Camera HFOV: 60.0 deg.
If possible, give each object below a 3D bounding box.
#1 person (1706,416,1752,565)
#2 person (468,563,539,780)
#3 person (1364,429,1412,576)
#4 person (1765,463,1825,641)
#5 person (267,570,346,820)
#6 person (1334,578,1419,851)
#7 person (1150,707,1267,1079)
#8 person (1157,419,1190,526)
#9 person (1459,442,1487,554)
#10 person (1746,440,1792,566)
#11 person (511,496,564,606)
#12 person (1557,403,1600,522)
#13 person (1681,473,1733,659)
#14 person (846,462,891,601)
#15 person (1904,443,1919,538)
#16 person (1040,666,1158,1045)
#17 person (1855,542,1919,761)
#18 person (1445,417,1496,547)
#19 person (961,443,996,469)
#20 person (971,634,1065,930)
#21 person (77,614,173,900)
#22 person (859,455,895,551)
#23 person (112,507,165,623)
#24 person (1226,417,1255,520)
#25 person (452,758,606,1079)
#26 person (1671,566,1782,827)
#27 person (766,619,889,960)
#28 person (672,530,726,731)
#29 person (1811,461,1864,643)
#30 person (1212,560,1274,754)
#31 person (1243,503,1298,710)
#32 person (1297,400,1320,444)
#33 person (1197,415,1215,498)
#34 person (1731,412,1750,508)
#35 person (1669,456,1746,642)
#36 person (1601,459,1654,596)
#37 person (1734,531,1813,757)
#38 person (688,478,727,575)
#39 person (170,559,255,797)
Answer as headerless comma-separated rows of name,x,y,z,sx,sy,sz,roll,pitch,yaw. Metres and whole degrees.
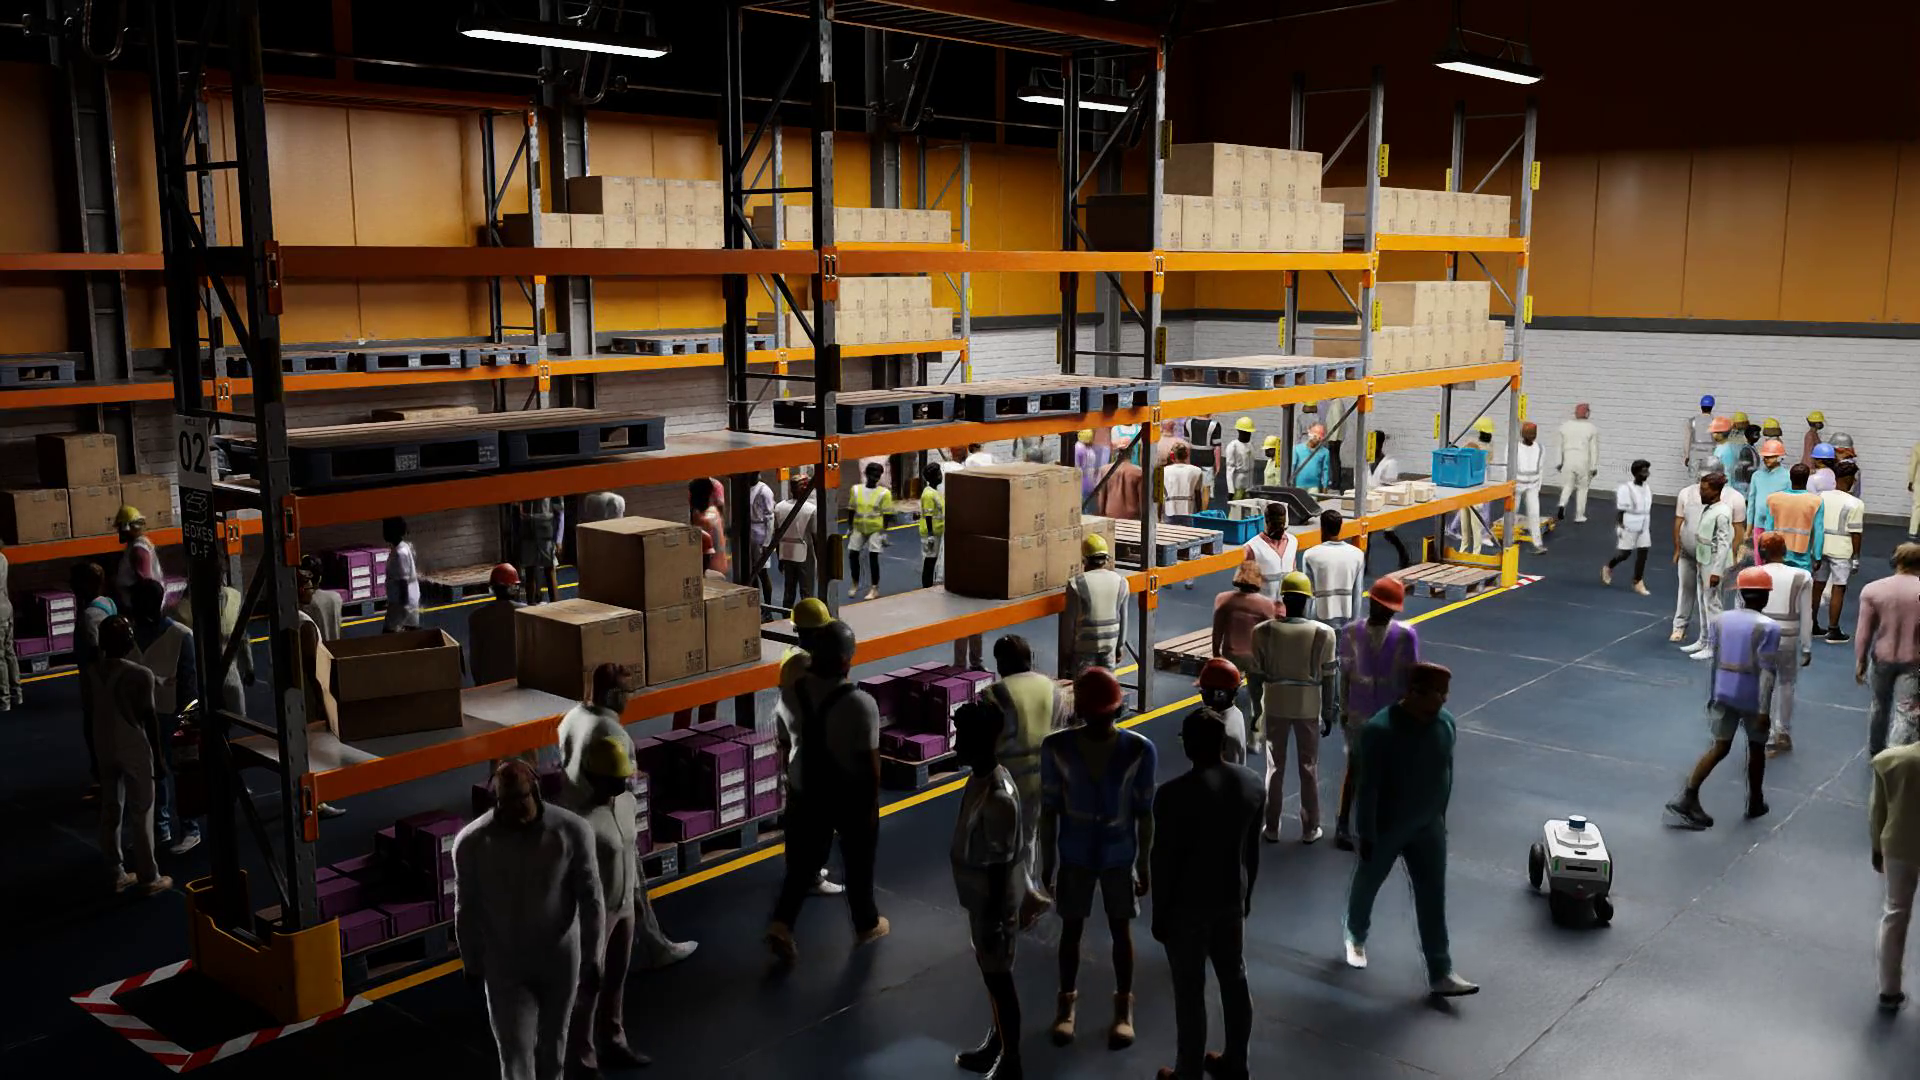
person,10.182,-0.639,22.172,0.760,2.019,0.630,2,10,14
person,-3.504,1.048,12.894,0.564,1.748,0.339,-1,10,-7
person,5.467,-0.480,21.494,0.851,1.933,0.600,-7,12,-36
person,8.948,0.130,17.874,0.591,1.919,0.392,8,12,39
person,-4.812,1.130,12.118,0.567,1.846,0.389,8,12,40
person,2.932,1.190,11.695,0.562,1.885,0.807,3,10,17
person,1.197,1.762,8.118,0.624,1.930,0.368,-5,11,-27
person,2.918,-0.795,23.494,0.651,1.889,0.473,0,10,-1
person,6.923,-0.514,22.567,0.264,1.632,0.507,-4,10,-24
person,9.546,-0.190,19.602,0.396,1.989,0.619,-5,11,-28
person,-4.704,-0.043,18.522,0.608,2.048,0.365,1,10,8
person,9.607,-1.194,25.864,0.660,1.886,0.547,9,13,42
person,7.706,0.267,17.059,0.376,1.915,0.600,2,10,9
person,-1.117,-0.109,20.010,0.572,1.674,0.379,2,10,14
person,14.221,-0.889,24.471,0.574,1.745,0.339,1,10,5
person,0.711,1.633,8.588,0.605,2.033,0.423,1,10,9
person,7.397,0.947,13.099,0.619,1.873,1.030,6,11,32
person,7.409,-0.865,23.967,0.593,1.877,0.797,-5,11,-27
person,0.313,-0.499,21.733,0.554,1.901,0.785,-9,13,-42
person,0.379,1.488,10.079,0.663,1.816,0.573,-7,12,-35
person,-5.333,1.385,10.626,0.505,1.839,0.348,1,10,8
person,-1.136,-0.717,23.525,0.678,1.718,0.327,-8,13,-41
person,-7.639,0.590,15.520,0.406,1.795,0.691,-5,11,-25
person,3.943,-0.767,23.259,0.393,1.918,0.589,8,13,41
person,-1.926,1.900,7.492,0.651,1.859,0.939,-3,10,-19
person,5.595,1.136,12.016,0.909,1.886,0.586,-6,11,-31
person,-0.757,1.441,9.681,0.692,2.000,0.841,5,11,27
person,-2.048,0.895,13.074,0.387,1.992,0.626,8,13,41
person,9.376,0.122,17.820,0.376,1.959,0.599,-5,11,-26
person,2.323,0.970,13.732,0.532,1.624,0.308,4,10,20
person,2.827,0.595,15.148,0.592,1.907,0.415,-6,11,-31
person,6.052,-1.614,28.807,0.294,1.744,0.486,-8,13,-41
person,4.157,-1.518,28.609,0.540,1.617,0.454,-5,11,-27
person,12.153,-1.135,25.983,0.323,1.737,0.485,1,10,7
person,7.910,0.109,17.635,0.683,2.000,0.536,6,11,33
person,8.229,-0.179,20.398,0.542,1.679,0.608,-4,10,-21
person,6.761,0.836,13.842,0.601,1.853,0.776,5,11,29
person,-2.525,0.308,16.776,0.417,1.935,0.655,-1,10,-5
person,-5.737,1.017,12.673,0.664,1.882,0.654,5,11,26
